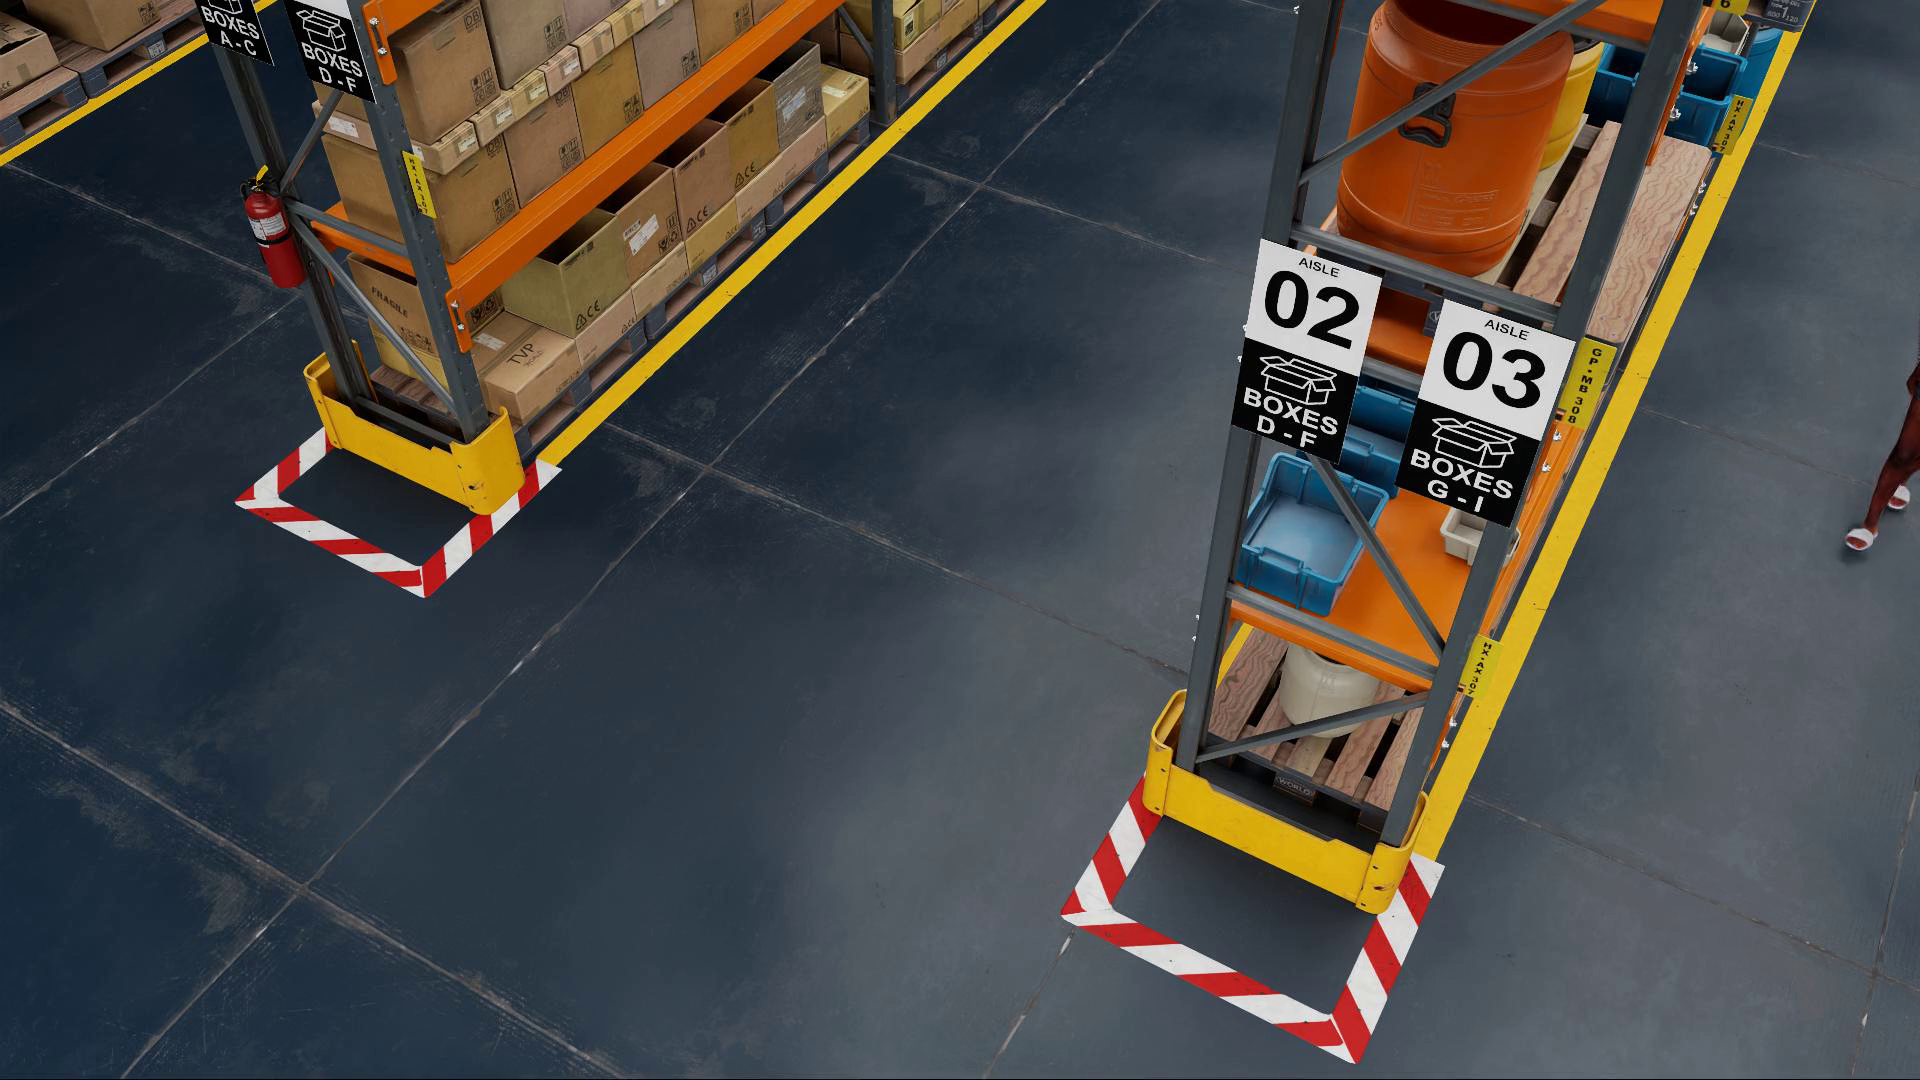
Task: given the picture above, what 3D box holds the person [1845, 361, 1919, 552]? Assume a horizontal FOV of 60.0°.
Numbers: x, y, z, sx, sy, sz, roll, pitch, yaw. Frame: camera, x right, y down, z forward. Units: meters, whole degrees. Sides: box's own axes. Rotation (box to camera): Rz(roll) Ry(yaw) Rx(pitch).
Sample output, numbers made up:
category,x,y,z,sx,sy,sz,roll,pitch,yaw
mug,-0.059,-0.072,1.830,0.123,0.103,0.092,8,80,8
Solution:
category,x,y,z,sx,sy,sz,roll,pitch,yaw
person,4.945,-0.778,8.195,0.637,1.701,0.981,25,52,22
